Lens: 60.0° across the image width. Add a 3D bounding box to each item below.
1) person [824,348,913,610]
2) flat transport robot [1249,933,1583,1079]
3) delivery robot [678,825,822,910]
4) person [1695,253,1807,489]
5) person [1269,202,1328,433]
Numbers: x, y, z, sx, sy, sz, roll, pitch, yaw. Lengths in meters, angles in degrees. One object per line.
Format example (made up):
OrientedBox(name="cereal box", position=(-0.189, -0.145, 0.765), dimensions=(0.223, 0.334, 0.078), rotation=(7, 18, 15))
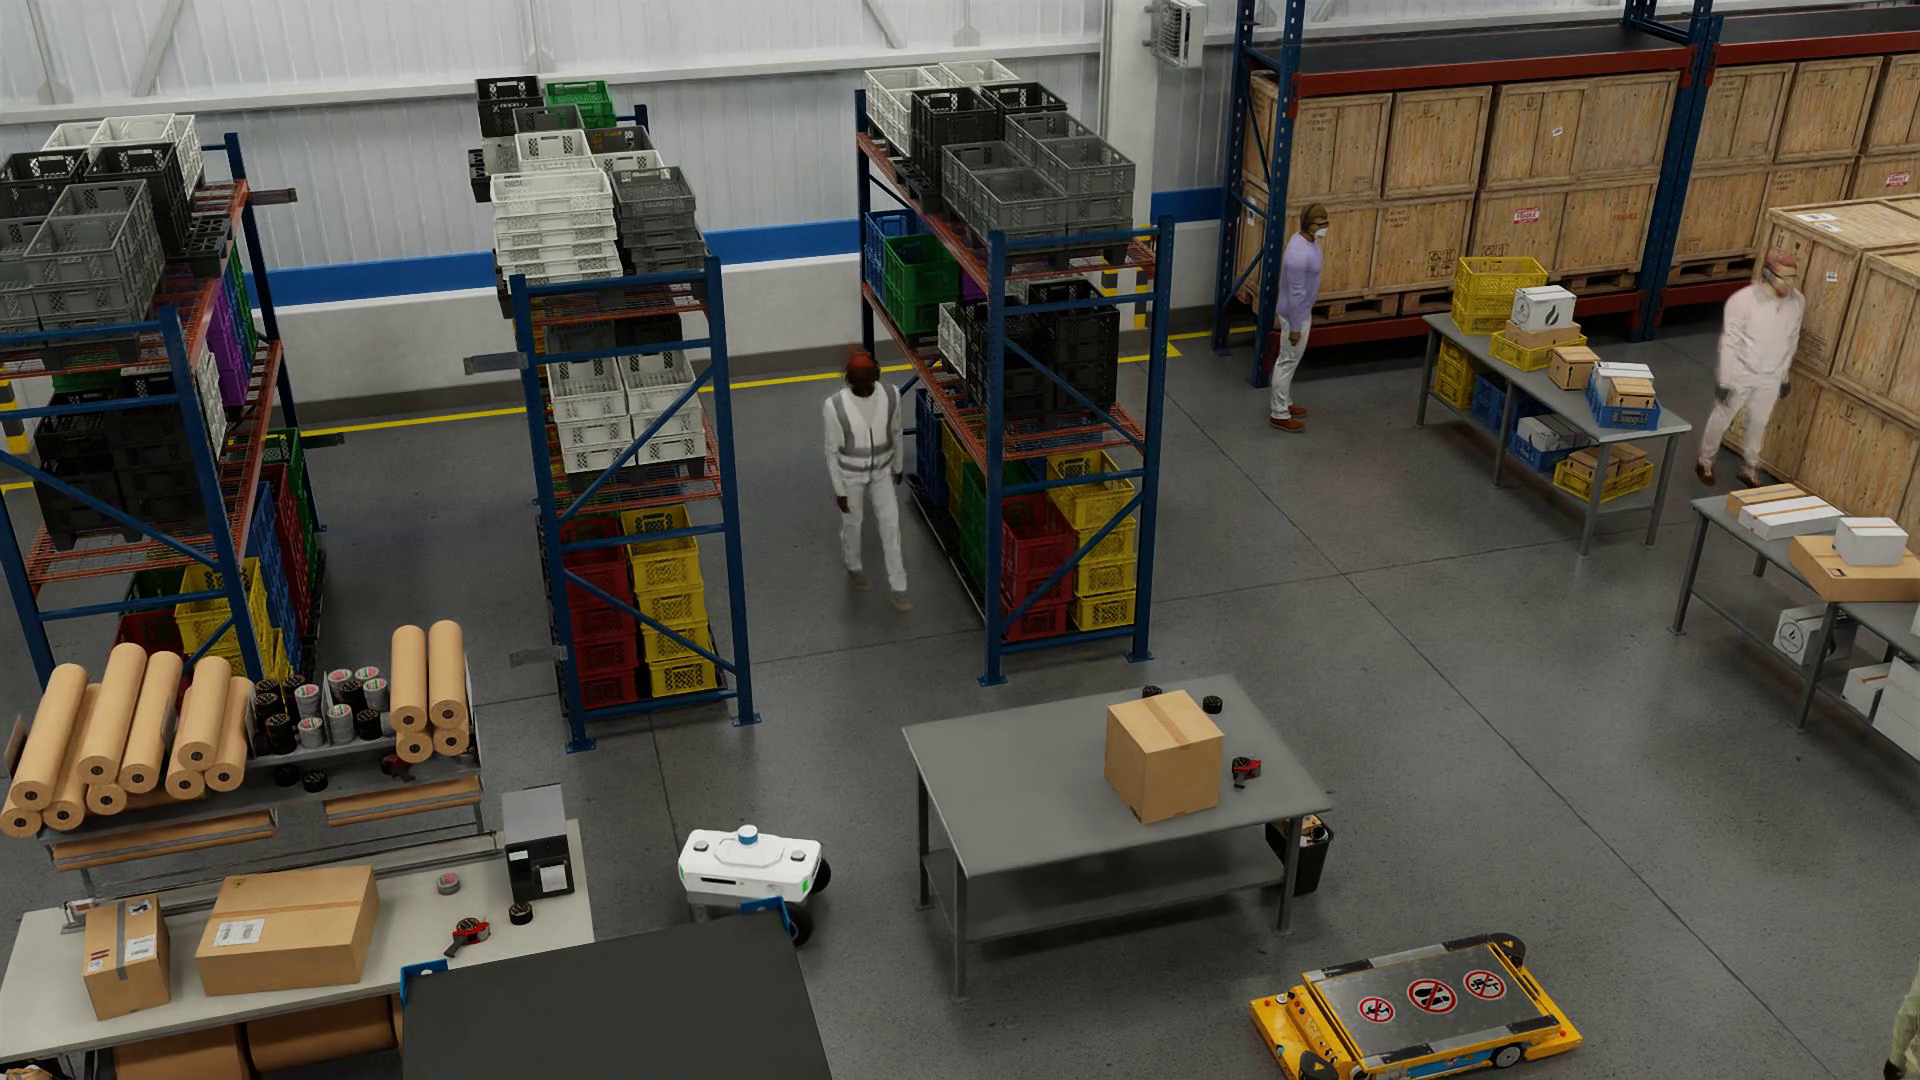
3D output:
OrientedBox(name="person", position=(-0.589, -0.392, 11.226), dimensions=(0.595, 1.847, 0.902), rotation=(-12, 31, -21))
OrientedBox(name="flat transport robot", position=(2.184, 2.282, 7.980), dimensions=(1.431, 0.197, 0.652), rotation=(-8, 30, -14))
OrientedBox(name="delivery robot", position=(-1.091, 1.701, 8.651), dimensions=(0.707, 0.478, 0.477), rotation=(4, 29, 8))
OrientedBox(name="person", position=(6.118, -1.295, 12.816), dimensions=(0.645, 1.912, 0.408), rotation=(-3, 29, -5))
OrientedBox(name="person", position=(2.804, -1.861, 13.802), dimensions=(0.359, 1.936, 0.632), rotation=(8, 30, 14))
